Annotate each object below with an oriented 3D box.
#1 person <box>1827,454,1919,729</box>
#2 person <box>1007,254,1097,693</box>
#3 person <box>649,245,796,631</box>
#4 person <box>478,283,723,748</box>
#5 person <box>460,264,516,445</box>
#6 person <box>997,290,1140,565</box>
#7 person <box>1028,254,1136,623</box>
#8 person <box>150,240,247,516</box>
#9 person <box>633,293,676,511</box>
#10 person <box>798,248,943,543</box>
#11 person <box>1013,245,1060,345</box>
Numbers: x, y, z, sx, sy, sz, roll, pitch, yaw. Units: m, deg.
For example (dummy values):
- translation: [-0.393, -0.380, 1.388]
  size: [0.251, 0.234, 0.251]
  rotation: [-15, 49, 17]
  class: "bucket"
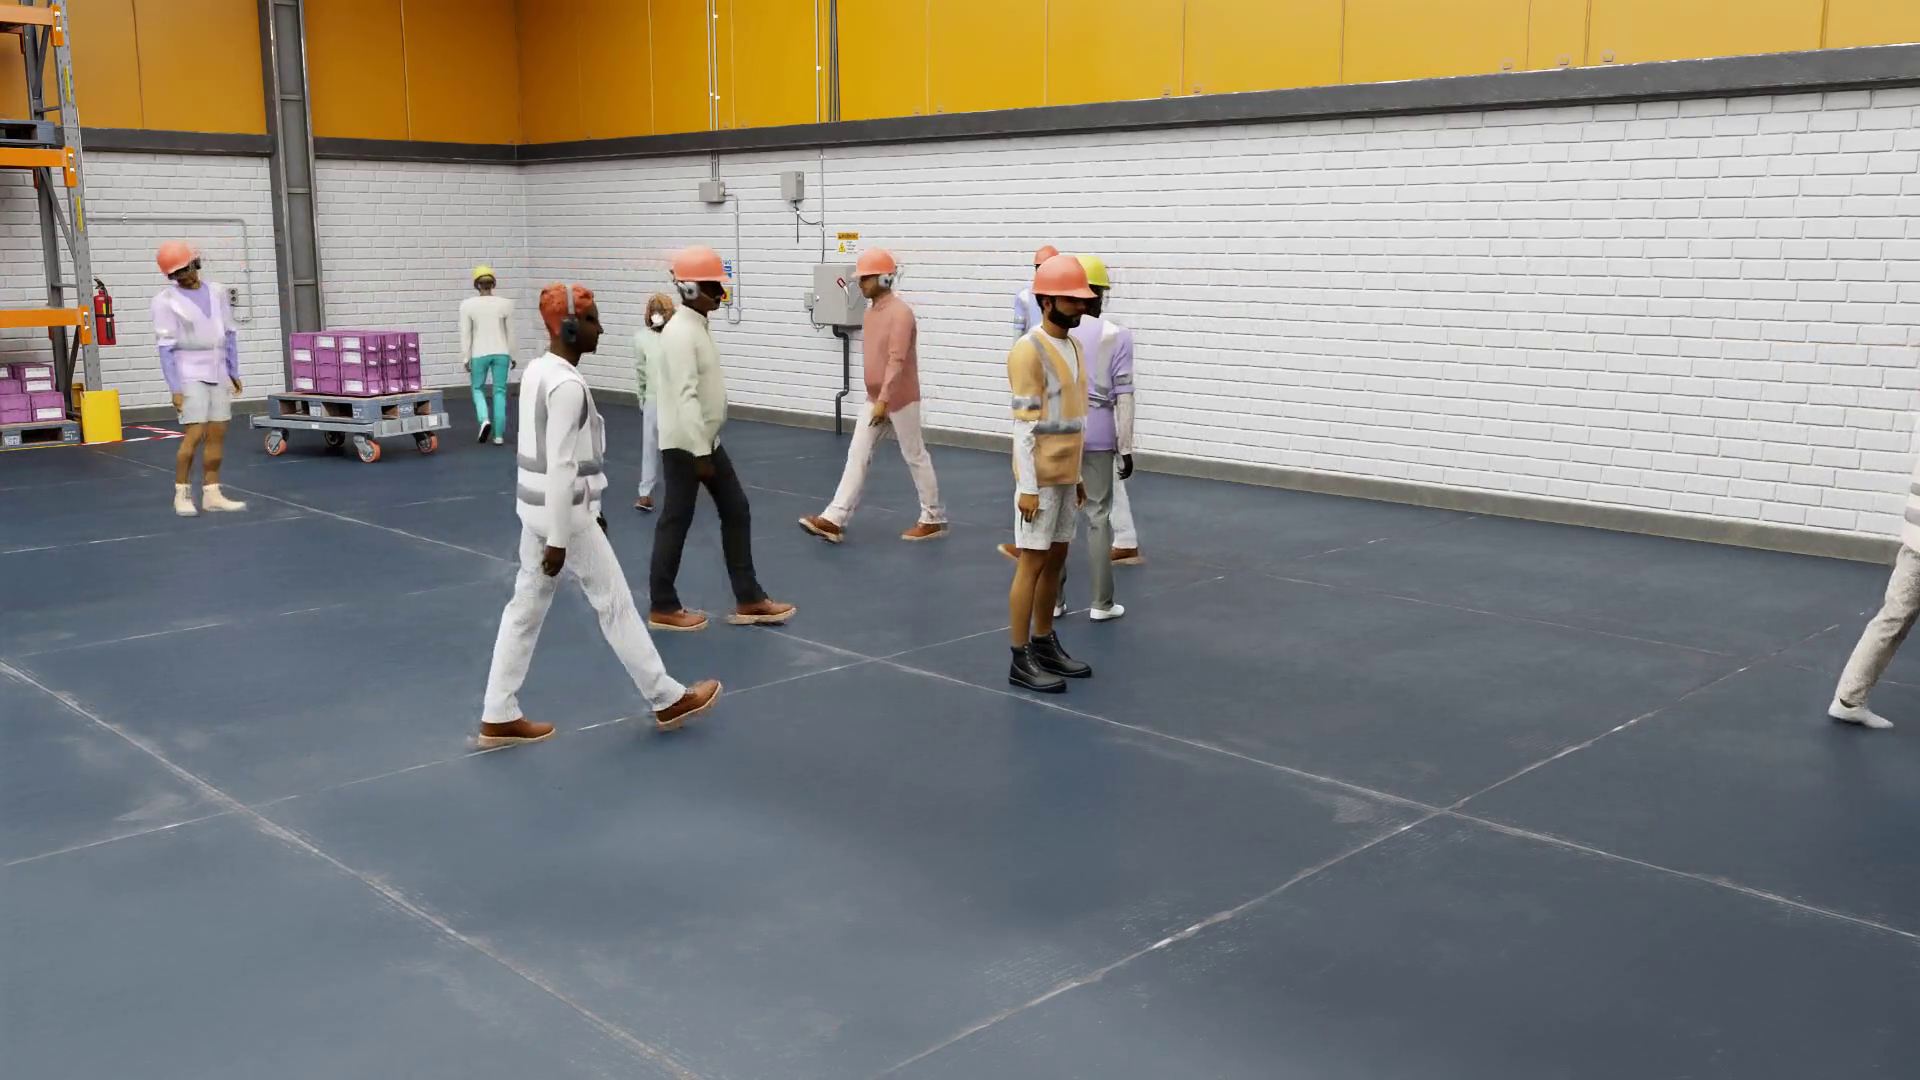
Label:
- translation: [3.981, 0.023, 6.639]
  size: [0.855, 1.591, 0.519]
  rotation: [2, 11, 12]
  class: "person"
- translation: [0.430, -0.297, 7.445]
  size: [0.378, 1.936, 0.548]
  rotation: [6, 12, 30]
  class: "person"
- translation: [-1.215, -0.489, 8.414]
  size: [0.885, 1.958, 0.646]
  rotation: [1, 10, 4]
  class: "person"
- translation: [-1.495, -0.097, 6.633]
  size: [0.990, 1.827, 0.583]
  rotation: [-6, 12, -29]
  class: "person"
- translation: [-4.519, -1.768, 15.976]
  size: [0.523, 1.747, 0.442]
  rotation: [-4, 11, -21]
  class: "person"
- translation: [0.680, -0.717, 10.014]
  size: [0.988, 1.823, 0.611]
  rotation: [-2, 11, -13]
  class: "person"
- translation: [0.631, -0.528, 8.741]
  size: [0.592, 1.923, 0.381]
  rotation: [4, 11, 19]
  class: "person"
- translation: [-5.526, -1.162, 12.061]
  size: [0.418, 1.988, 0.657]
  rotation: [4, 11, 21]
  class: "person"
- translation: [-2.178, -1.003, 12.227]
  size: [0.504, 1.595, 0.800]
  rotation: [1, 10, 5]
  class: "person"
- translation: [-0.545, -0.918, 10.848]
  size: [1.054, 1.927, 0.611]
  rotation: [-7, 13, -34]
  class: "person"
- translation: [0.734, -1.549, 14.272]
  size: [0.552, 1.935, 0.373]
  rotation: [1, 10, 8]
  class: "person"
